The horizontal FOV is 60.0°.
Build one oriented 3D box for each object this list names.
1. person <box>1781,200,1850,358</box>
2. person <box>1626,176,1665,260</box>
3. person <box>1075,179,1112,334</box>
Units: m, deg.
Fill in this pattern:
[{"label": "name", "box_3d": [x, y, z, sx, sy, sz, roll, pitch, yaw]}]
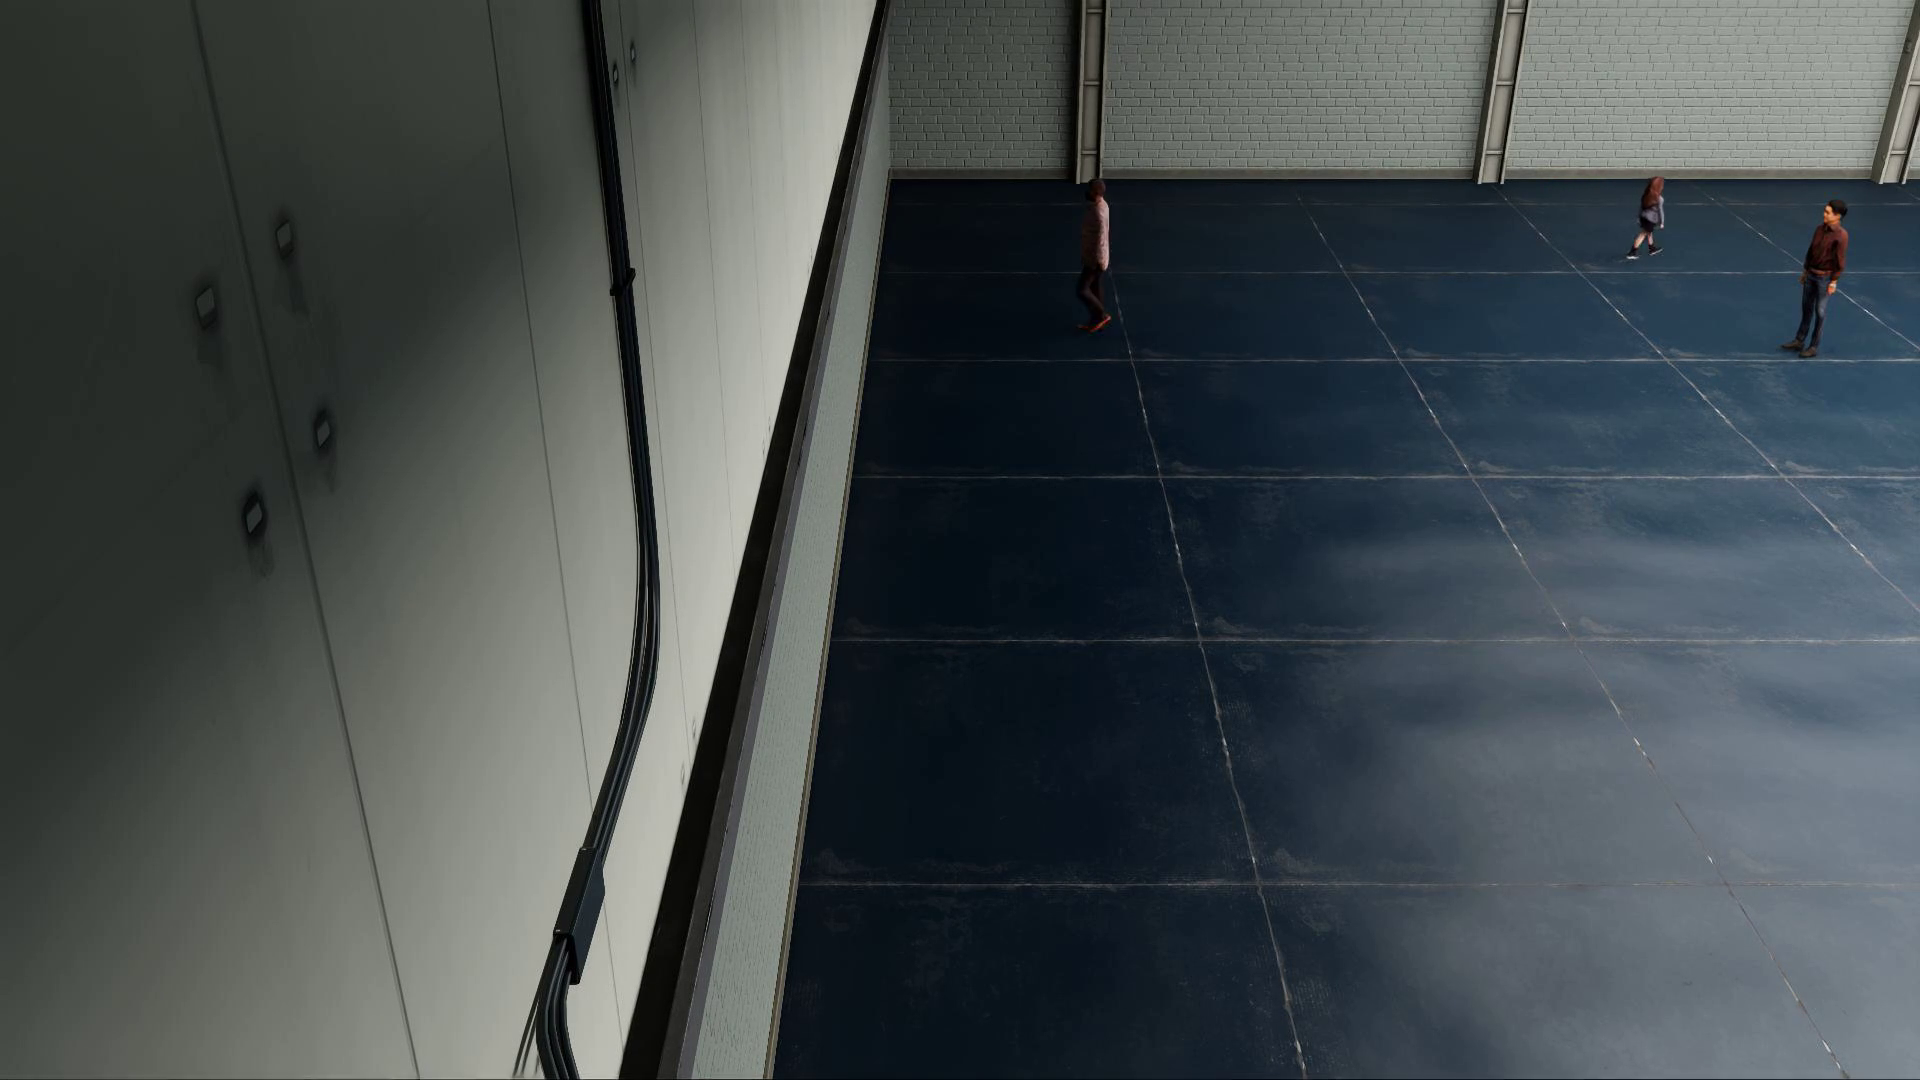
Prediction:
[{"label": "person", "box_3d": [9.535, -2.902, 18.403, 0.604, 1.778, 0.692, -7, 29, -14]}, {"label": "person", "box_3d": [8.864, -4.146, 21.485, 0.851, 1.076, 0.654, -9, 29, -17]}, {"label": "person", "box_3d": [1.628, -3.227, 19.000, 0.682, 1.791, 0.718, 2, 28, 5]}]
